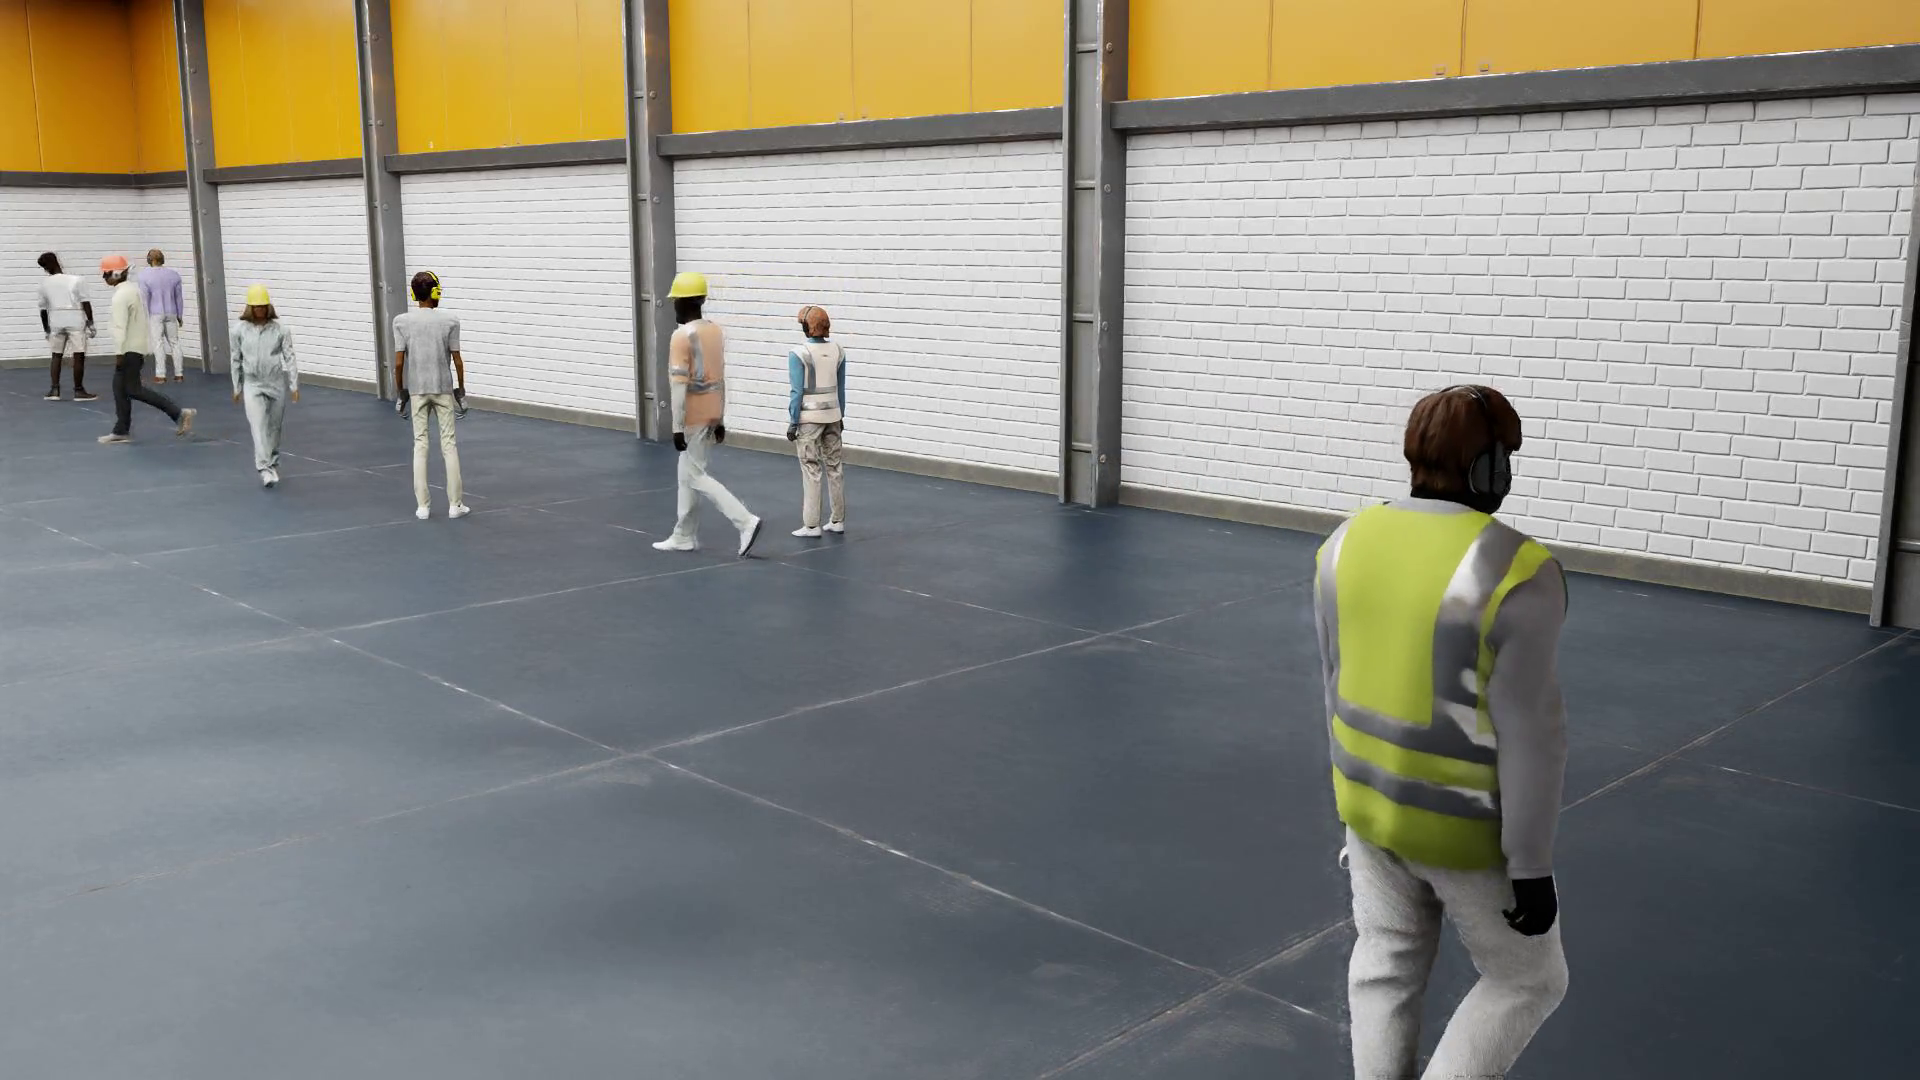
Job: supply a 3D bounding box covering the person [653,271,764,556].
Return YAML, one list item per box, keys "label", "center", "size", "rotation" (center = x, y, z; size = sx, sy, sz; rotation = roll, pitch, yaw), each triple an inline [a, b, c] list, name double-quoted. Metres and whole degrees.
- label: "person"
  center: [-1.695, -0.828, 11.051]
  size: [0.817, 1.904, 0.591]
  rotation: [4, 11, 19]

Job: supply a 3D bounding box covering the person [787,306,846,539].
- label: "person"
  center: [-1.009, -0.831, 11.769]
  size: [0.309, 1.639, 0.523]
  rotation: [9, 14, 42]

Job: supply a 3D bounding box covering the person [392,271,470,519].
- label: "person"
  center: [-3.994, -1.087, 12.561]
  size: [0.521, 1.863, 0.319]
  rotation: [-2, 11, -10]

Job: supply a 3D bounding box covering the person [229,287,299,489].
- label: "person"
  center: [-5.888, -1.294, 14.120]
  size: [0.506, 1.687, 0.891]
  rotation: [-6, 12, -29]

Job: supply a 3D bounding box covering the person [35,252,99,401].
- label: "person"
  center: [-11.515, -2.735, 21.407]
  size: [0.710, 1.924, 0.399]
  rotation: [-1, 10, -5]

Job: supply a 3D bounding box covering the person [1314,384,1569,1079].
- label: "person"
  center: [1.018, 0.586, 3.521]
  size: [0.451, 1.829, 0.656]
  rotation: [-6, 12, -31]

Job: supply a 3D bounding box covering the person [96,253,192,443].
- label: "person"
  center: [-8.451, -1.963, 17.095]
  size: [0.842, 1.963, 0.610]
  rotation: [-3, 11, -17]

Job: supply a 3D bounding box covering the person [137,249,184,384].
- label: "person"
  center: [-11.527, -3.226, 24.019]
  size: [0.355, 1.936, 0.635]
  rotation: [8, 13, 38]
